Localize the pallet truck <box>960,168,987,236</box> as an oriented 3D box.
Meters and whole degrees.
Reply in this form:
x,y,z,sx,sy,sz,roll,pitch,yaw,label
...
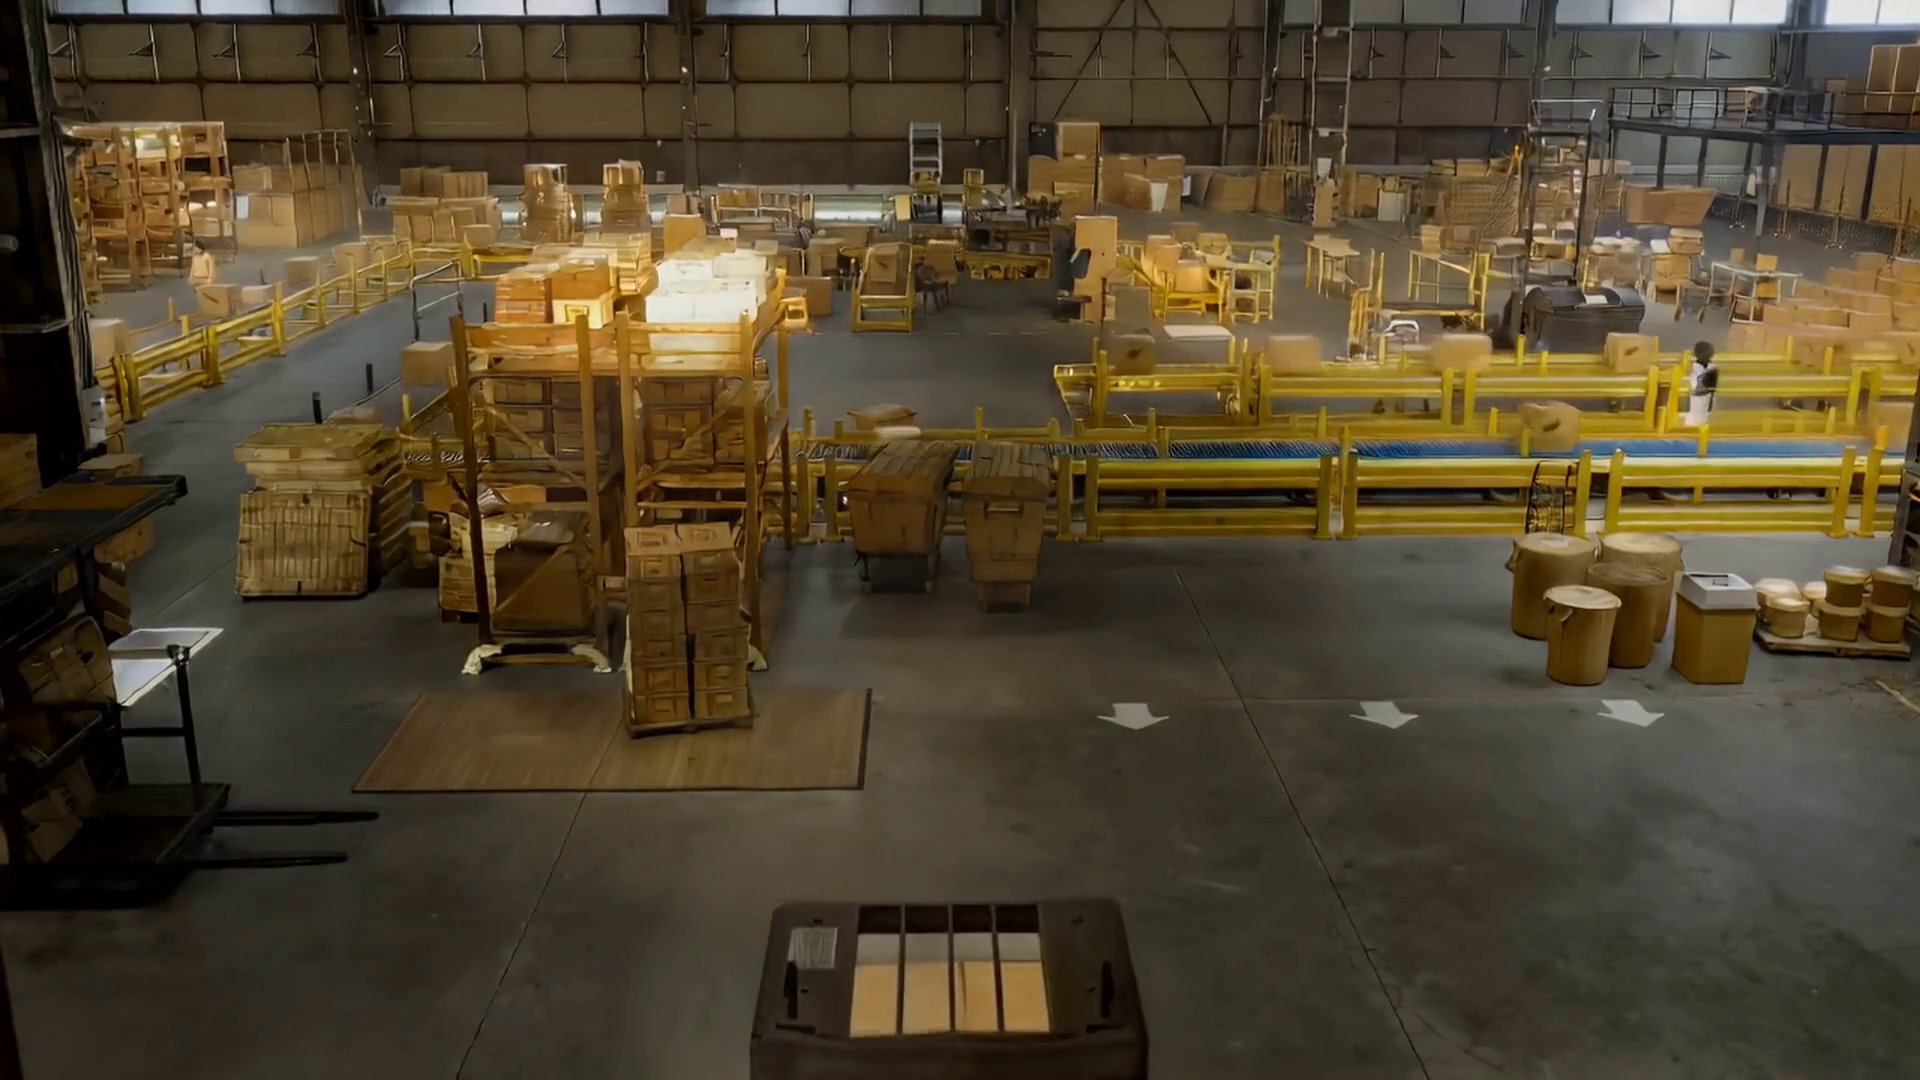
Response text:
x,y,z,sx,sy,sz,roll,pitch,yaw,label
0.383,-10.230,50.206,0.823,1.965,1.885,-1,16,-3,pallet truck

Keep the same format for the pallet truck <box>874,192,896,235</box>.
x,y,z,sx,sy,sz,roll,pitch,yaw,label
-2.277,-9.986,50.594,0.653,1.274,1.630,0,16,-1,pallet truck

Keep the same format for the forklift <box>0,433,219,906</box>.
x,y,z,sx,sy,sz,roll,pitch,yaw,label
-5.952,0.780,10.366,1.873,2.768,1.129,0,16,-1,forklift

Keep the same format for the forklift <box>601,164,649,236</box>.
x,y,z,sx,sy,sz,roll,pitch,yaw,label
-9.948,-10.127,49.296,1.157,1.987,2.680,-1,16,-3,forklift

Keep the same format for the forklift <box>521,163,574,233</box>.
x,y,z,sx,sy,sz,roll,pitch,yaw,label
-12.233,-10.122,49.298,1.157,1.987,2.680,0,16,-1,forklift

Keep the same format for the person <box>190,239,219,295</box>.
x,y,z,sx,sy,sz,roll,pitch,yaw,label
-14.532,-4.865,31.963,0.639,1.768,0.626,9,18,28,person

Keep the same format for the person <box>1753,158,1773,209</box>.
x,y,z,sx,sy,sz,roll,pitch,yaw,label
28.291,-12.553,58.556,0.585,1.852,0.926,0,16,-2,person

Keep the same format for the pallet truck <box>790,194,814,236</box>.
x,y,z,sx,sy,sz,roll,pitch,yaw,label
-4.814,-9.883,50.259,0.704,1.261,1.522,-1,16,-3,pallet truck

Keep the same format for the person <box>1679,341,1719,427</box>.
x,y,z,sx,sy,sz,roll,pitch,yaw,label
9.347,-1.688,21.091,0.439,1.682,0.539,1,16,2,person

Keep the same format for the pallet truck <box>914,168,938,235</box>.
x,y,z,sx,sy,sz,roll,pitch,yaw,label
-0.989,-10.316,50.507,0.823,1.965,1.885,1,16,3,pallet truck

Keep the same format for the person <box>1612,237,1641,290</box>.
x,y,z,sx,sy,sz,roll,pitch,yaw,label
13.149,-5.134,32.924,0.527,1.752,0.612,2,16,7,person

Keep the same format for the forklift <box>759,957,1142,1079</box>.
x,y,z,sx,sy,sz,roll,pitch,yaw,label
-0.025,2.459,4.530,1.129,2.768,1.873,0,16,-1,forklift

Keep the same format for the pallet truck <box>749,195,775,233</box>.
x,y,z,sx,sy,sz,roll,pitch,yaw,label
-6.051,-9.967,50.660,0.680,1.201,1.601,0,16,-1,pallet truck
